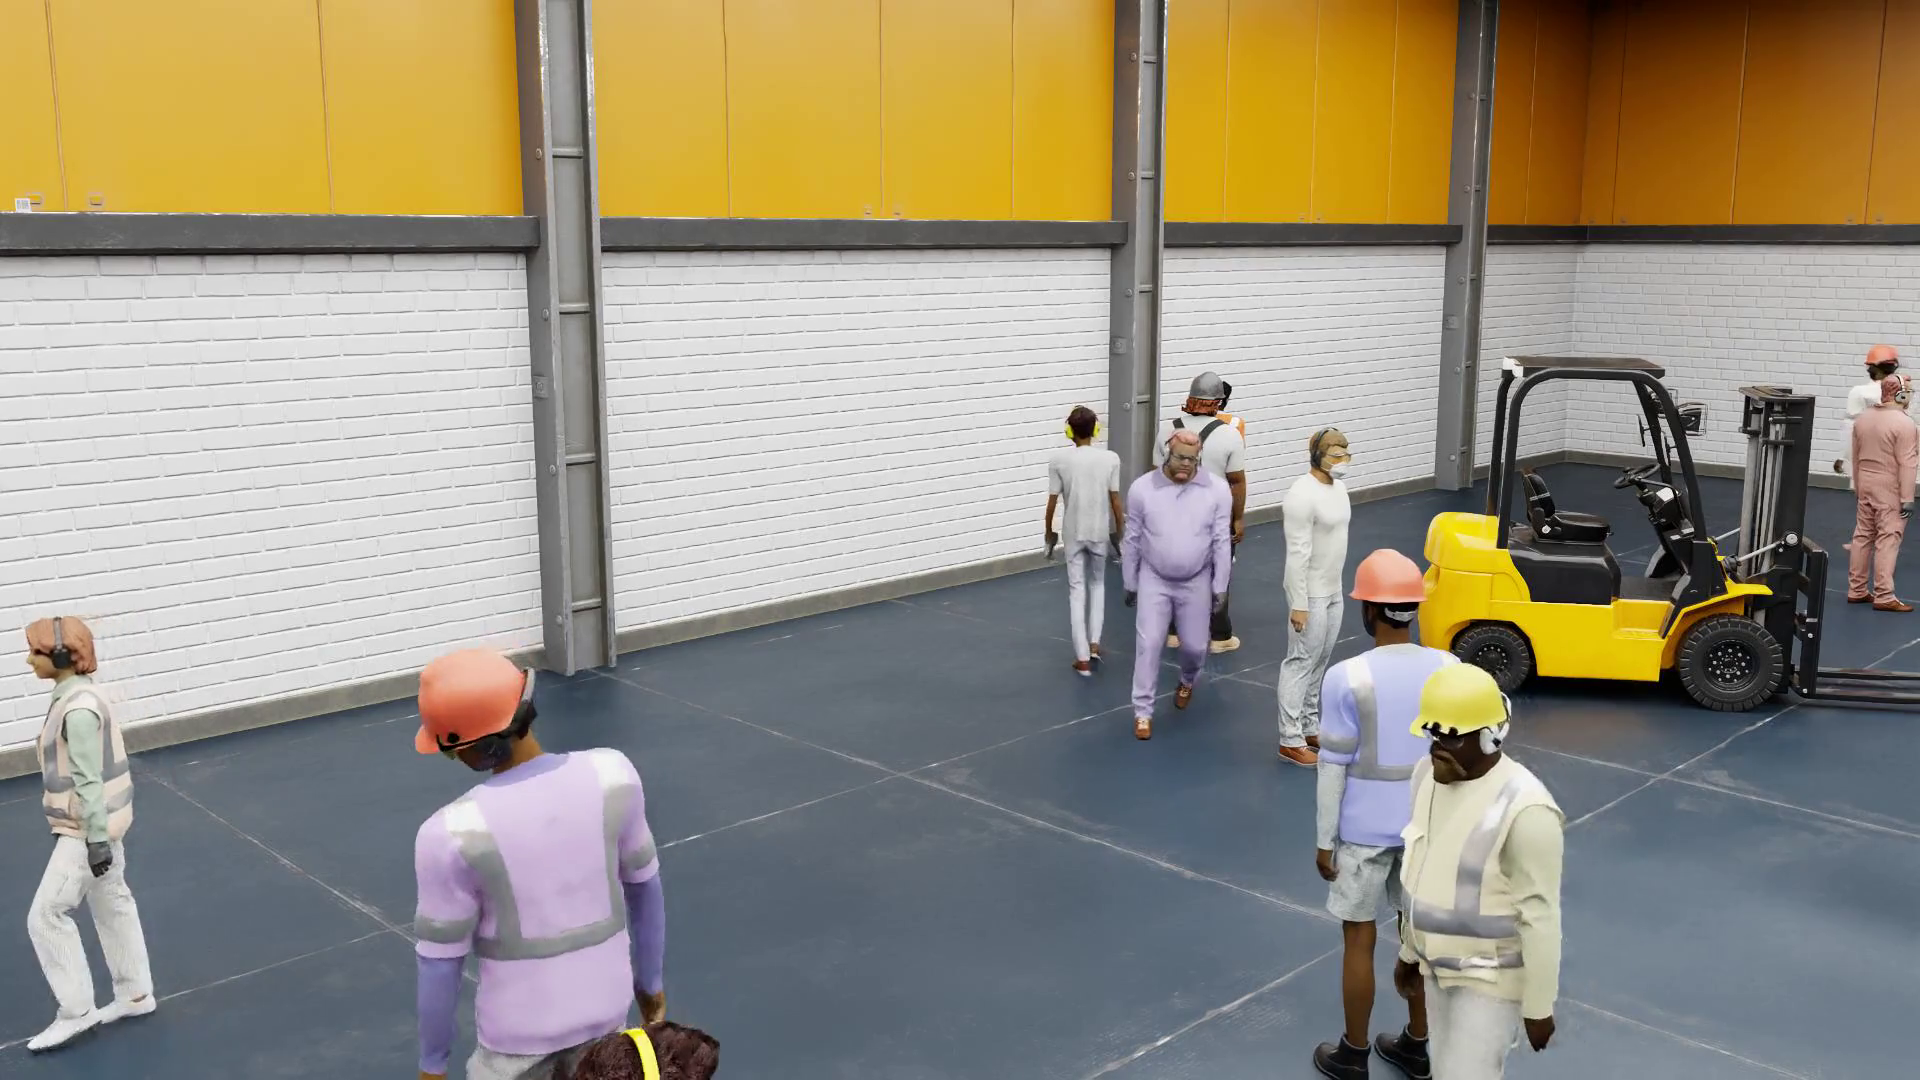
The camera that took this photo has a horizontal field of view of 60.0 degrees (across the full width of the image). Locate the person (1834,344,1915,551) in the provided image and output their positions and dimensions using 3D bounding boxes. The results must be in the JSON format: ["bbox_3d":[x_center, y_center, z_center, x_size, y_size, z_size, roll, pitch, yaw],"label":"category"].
[{"bbox_3d":[8.522,-0.798,15.408,0.616,2.019,0.902,-1,10,-7],"label":"person"}]

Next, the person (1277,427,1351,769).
[{"bbox_3d":[2.031,0.317,9.498,0.351,1.936,0.635,7,12,33],"label":"person"}]

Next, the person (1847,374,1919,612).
[{"bbox_3d":[7.473,-0.384,13.405,0.408,1.909,0.638,-2,11,-9],"label":"person"}]

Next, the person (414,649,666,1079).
[{"bbox_3d":[-1.058,1.249,4.290,0.689,1.994,0.421,-7,13,-34],"label":"person"}]

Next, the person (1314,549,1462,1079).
[{"bbox_3d":[1.491,0.989,5.878,0.541,1.929,0.391,-2,11,-12],"label":"person"}]

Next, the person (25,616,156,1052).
[{"bbox_3d":[-3.337,1.082,6.187,0.568,1.619,0.538,-5,12,-27],"label":"person"}]

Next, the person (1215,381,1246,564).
[{"bbox_3d":[2.345,-0.606,15.207,0.532,1.691,0.318,4,11,19],"label":"person"}]

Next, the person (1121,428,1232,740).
[{"bbox_3d":[1.309,0.232,10.136,0.670,1.877,0.684,1,10,5],"label":"person"}]

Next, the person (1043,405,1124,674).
[{"bbox_3d":[0.854,-0.010,11.528,0.572,1.844,0.582,-1,10,-4],"label":"person"}]

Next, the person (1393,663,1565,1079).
[{"bbox_3d":[1.498,1.232,4.885,0.459,1.800,0.596,-3,11,-13],"label":"person"}]

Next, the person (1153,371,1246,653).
[{"bbox_3d":[1.778,-0.210,12.090,0.689,2.000,0.539,6,12,30],"label":"person"}]

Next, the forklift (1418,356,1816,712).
[{"bbox_3d":[4.276,-0.101,11.076,2.313,2.155,1.214,2,11,13],"label":"forklift"}]

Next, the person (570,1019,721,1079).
[{"bbox_3d":[-0.550,1.640,2.566,0.797,1.845,0.519,-6,12,-30],"label":"person"}]
